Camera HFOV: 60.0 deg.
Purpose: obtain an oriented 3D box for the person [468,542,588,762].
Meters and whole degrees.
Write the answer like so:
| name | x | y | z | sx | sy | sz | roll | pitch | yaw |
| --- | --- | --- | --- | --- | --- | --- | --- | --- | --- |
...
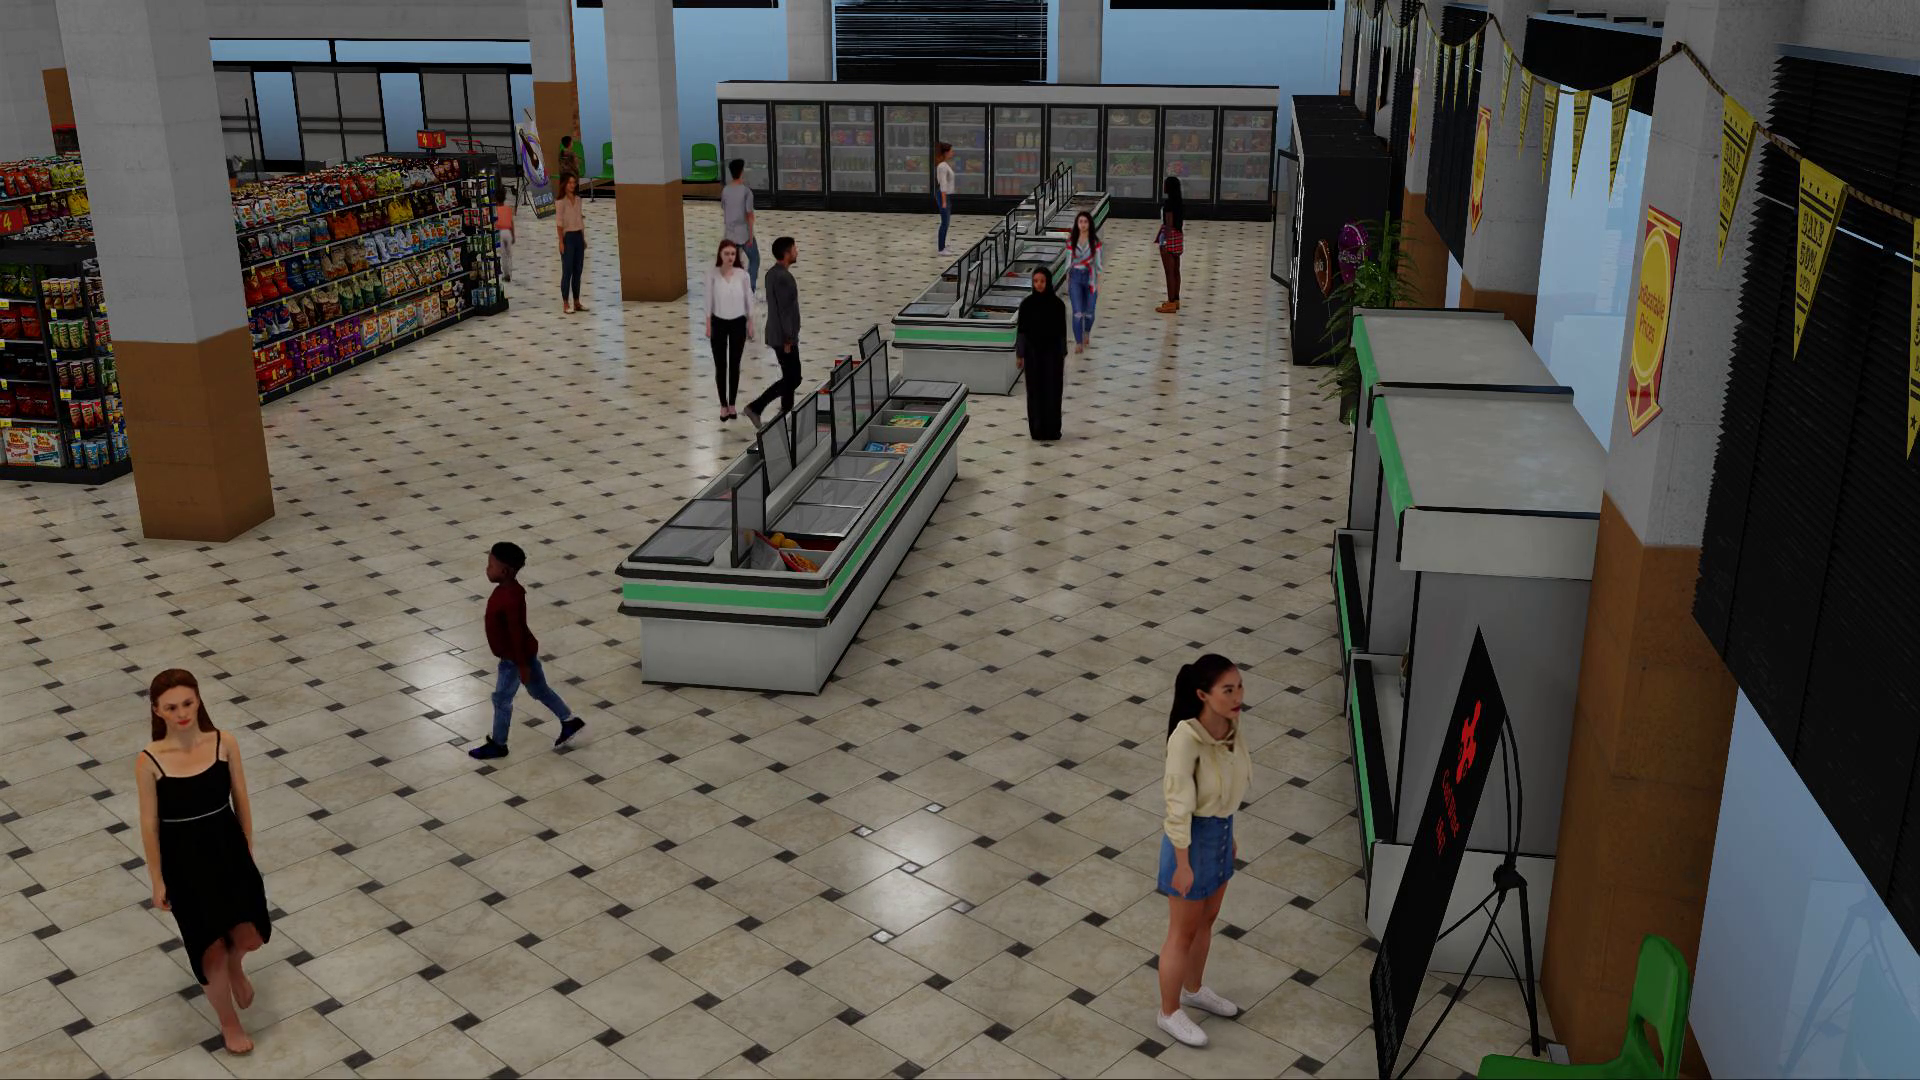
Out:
| name | x | y | z | sx | sy | sz | roll | pitch | yaw |
| --- | --- | --- | --- | --- | --- | --- | --- | --- | --- |
| person | -2.354 | 0.605 | 9.100 | 0.749 | 1.245 | 0.867 | -3 | 19 | -9 |

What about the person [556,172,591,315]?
| name | x | y | z | sx | sy | sz | roll | pitch | yaw |
| --- | --- | --- | --- | --- | --- | --- | --- | --- | --- |
| person | -5.005 | -3.829 | 21.399 | 0.732 | 1.789 | 0.605 | 13 | 23 | 34 |

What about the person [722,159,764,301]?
| name | x | y | z | sx | sy | sz | roll | pitch | yaw |
| --- | --- | --- | --- | --- | --- | --- | --- | --- | --- |
| person | -2.949 | -4.016 | 21.828 | 0.755 | 1.869 | 0.785 | 7 | 20 | 21 |

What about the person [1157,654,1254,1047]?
| name | x | y | z | sx | sy | sz | roll | pitch | yaw |
| --- | --- | --- | --- | --- | --- | --- | --- | --- | --- |
| person | 0.964 | 1.216 | 6.684 | 0.780 | 1.631 | 0.662 | 14 | 23 | 37 |

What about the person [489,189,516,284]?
| name | x | y | z | sx | sy | sz | roll | pitch | yaw |
| --- | --- | --- | --- | --- | --- | --- | --- | --- | --- |
| person | -6.451 | -4.290 | 23.540 | 0.704 | 1.293 | 0.763 | -13 | 23 | -34 |

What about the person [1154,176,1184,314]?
| name | x | y | z | sx | sy | sz | roll | pitch | yaw |
| --- | --- | --- | --- | --- | --- | --- | --- | --- | --- |
| person | 2.724 | -3.818 | 21.462 | 0.735 | 1.727 | 0.617 | 8 | 20 | 23 |

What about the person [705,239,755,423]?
| name | x | y | z | sx | sy | sz | roll | pitch | yaw |
| --- | --- | --- | --- | --- | --- | --- | --- | --- | --- |
| person | -2.254 | -2.048 | 16.179 | 0.738 | 1.749 | 0.771 | -4 | 19 | -12 |

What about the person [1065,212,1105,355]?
| name | x | y | z | sx | sy | sz | roll | pitch | yaw |
| --- | --- | --- | --- | --- | --- | --- | --- | --- | --- |
| person | 1.434 | -2.964 | 19.158 | 0.637 | 1.582 | 1.042 | 2 | 19 | 5 |

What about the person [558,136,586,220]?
| name | x | y | z | sx | sy | sz | roll | pitch | yaw |
| --- | --- | --- | --- | --- | --- | --- | --- | --- | --- |
| person | -7.010 | -6.504 | 29.856 | 0.597 | 1.454 | 0.591 | 6 | 19 | 17 |

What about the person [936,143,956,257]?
| name | x | y | z | sx | sy | sz | roll | pitch | yaw |
| --- | --- | --- | --- | --- | --- | --- | --- | --- | --- |
| person | -0.245 | -5.293 | 25.846 | 0.676 | 1.721 | 0.459 | 2 | 19 | 6 |

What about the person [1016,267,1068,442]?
| name | x | y | z | sx | sy | sz | roll | pitch | yaw |
| --- | --- | --- | --- | --- | --- | --- | --- | --- | --- |
| person | 0.788 | -1.756 | 15.530 | 0.612 | 1.610 | 0.696 | 3 | 19 | 10 |

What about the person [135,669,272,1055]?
| name | x | y | z | sx | sy | sz | roll | pitch | yaw |
| --- | --- | --- | --- | --- | --- | --- | --- | --- | --- |
| person | -3.023 | 1.254 | 6.604 | 0.777 | 1.610 | 0.834 | -14 | 23 | -35 |

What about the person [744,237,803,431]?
| name | x | y | z | sx | sy | sz | roll | pitch | yaw |
| --- | --- | --- | --- | --- | --- | --- | --- | --- | --- |
| person | -1.722 | -1.879 | 15.513 | 1.051 | 1.854 | 1.055 | -8 | 20 | -22 |
